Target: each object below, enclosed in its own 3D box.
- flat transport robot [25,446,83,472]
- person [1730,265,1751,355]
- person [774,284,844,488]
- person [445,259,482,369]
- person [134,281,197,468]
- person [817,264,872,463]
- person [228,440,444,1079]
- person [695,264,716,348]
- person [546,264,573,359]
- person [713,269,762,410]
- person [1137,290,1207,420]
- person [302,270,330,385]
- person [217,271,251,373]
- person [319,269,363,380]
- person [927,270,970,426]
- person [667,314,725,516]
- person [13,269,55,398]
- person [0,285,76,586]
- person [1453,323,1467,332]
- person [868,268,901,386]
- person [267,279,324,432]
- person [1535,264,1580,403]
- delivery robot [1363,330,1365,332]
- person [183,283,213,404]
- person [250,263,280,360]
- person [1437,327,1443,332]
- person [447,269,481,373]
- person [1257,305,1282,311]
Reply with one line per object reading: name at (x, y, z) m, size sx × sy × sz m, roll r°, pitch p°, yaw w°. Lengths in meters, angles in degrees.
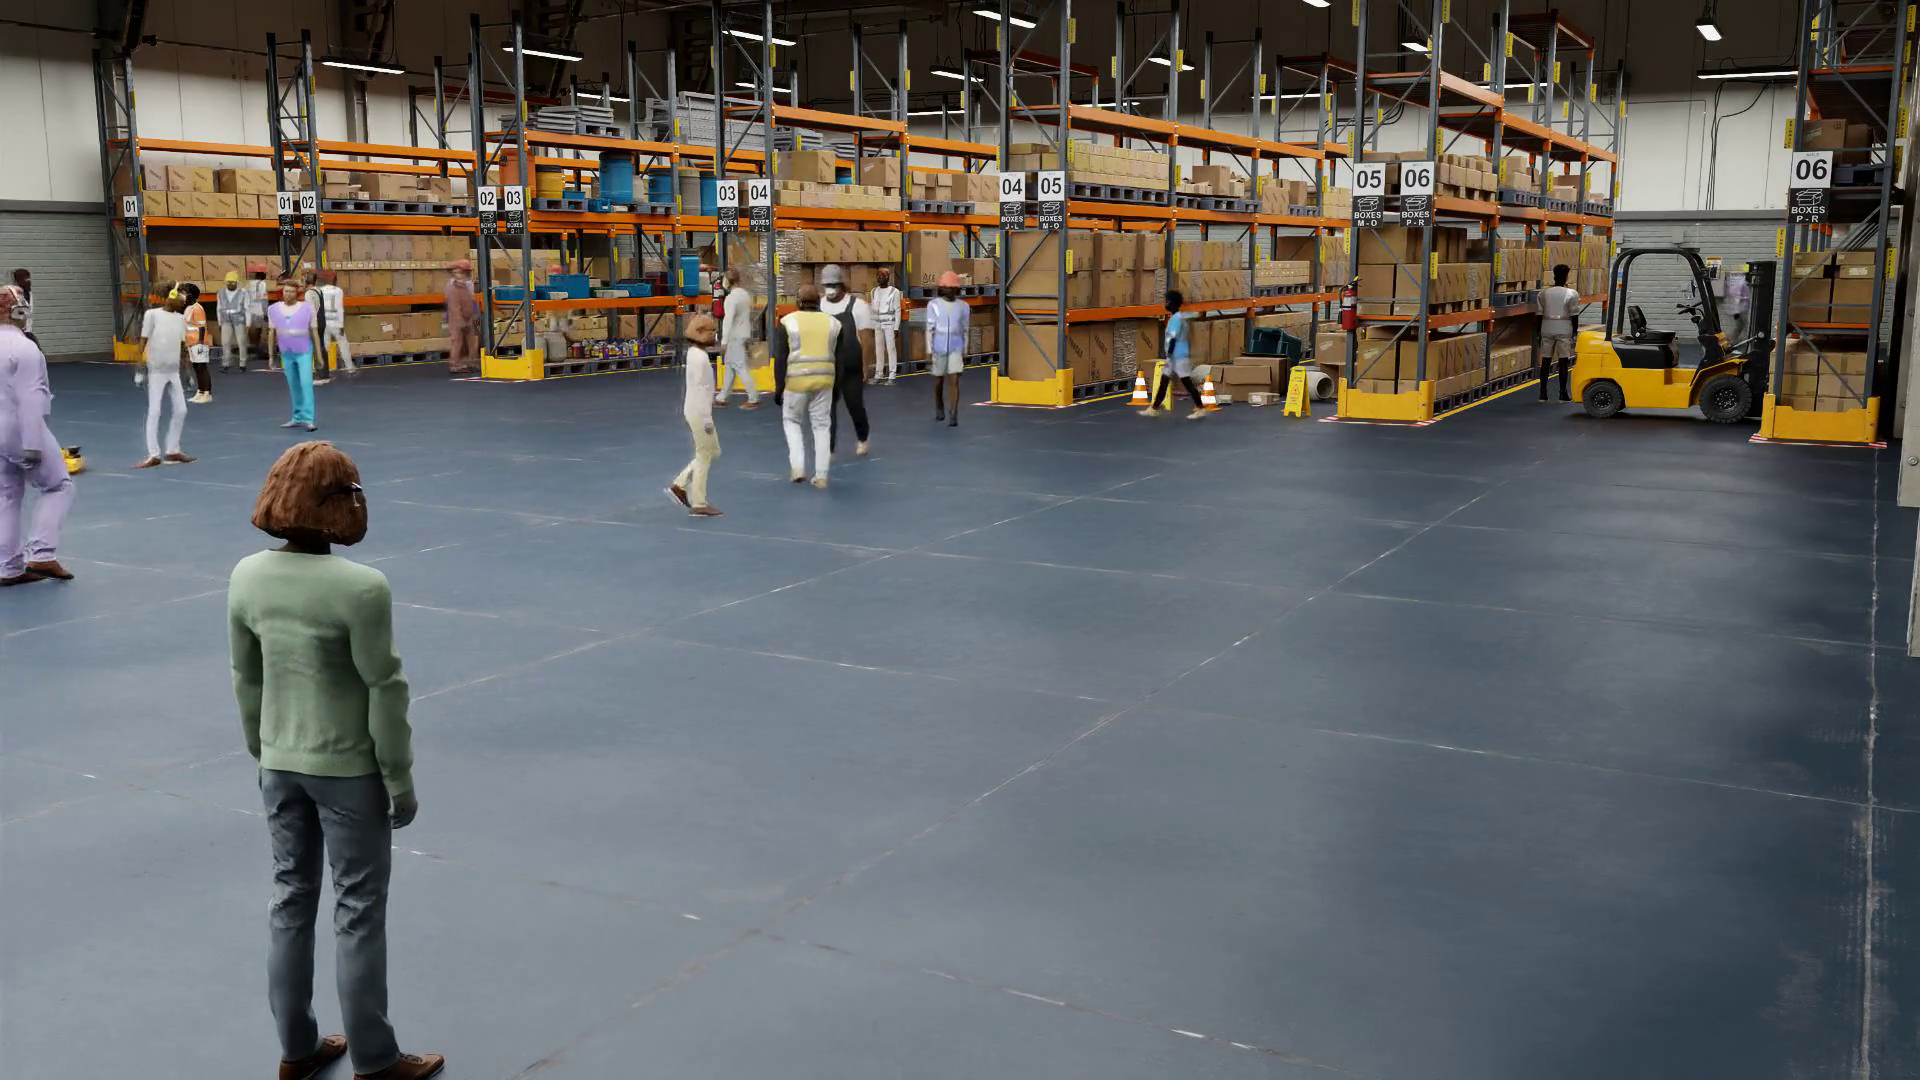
flat transport robot at (-9.163, -0.743, 15.766) m, size 1.431 × 0.197 × 0.652 m, roll -4°, pitch 10°, yaw -21°
person at (16.574, -4.811, 34.837) m, size 0.612 × 1.884 × 0.925 m, roll -9°, pitch 13°, yaw -44°
person at (-1.363, -1.375, 14.949) m, size 0.697 × 1.820 × 0.510 m, roll -4°, pitch 11°, yaw -23°
person at (-9.087, -4.149, 30.626) m, size 0.636 × 2.006 × 0.870 m, roll 7°, pitch 12°, yaw 36°
person at (-7.886, -1.629, 16.413) m, size 0.342 × 1.832 × 0.680 m, roll 4°, pitch 11°, yaw 24°
person at (-1.225, -1.834, 16.974) m, size 0.697 × 2.000 × 0.888 m, roll 1°, pitch 10°, yaw 7°
person at (-1.550, 0.570, 4.094) m, size 0.501 × 1.633 × 0.279 m, roll 4°, pitch 10°, yaw 22°
person at (-5.455, -4.961, 35.666) m, size 0.595 × 1.911 × 0.422 m, roll 4°, pitch 10°, yaw 22°
person at (-7.596, -4.266, 31.578) m, size 0.580 × 1.915 × 0.605 m, roll 3°, pitch 10°, yaw 18°
person at (-3.062, -2.691, 22.422) m, size 0.846 × 1.905 × 0.651 m, roll 1°, pitch 10°, yaw 8°
person at (2.731, -2.333, 21.056) m, size 0.897 × 1.644 × 0.537 m, roll 1°, pitch 10°, yaw 8°
person at (-10.384, -3.409, 26.771) m, size 0.325 × 1.843 × 0.516 m, roll 0°, pitch 10°, yaw 1°
person at (-12.907, -3.848, 29.484) m, size 0.616 × 1.792 × 0.811 m, roll -1°, pitch 10°, yaw -5°
person at (-10.484, -3.613, 27.962) m, size 0.606 × 1.839 × 0.941 m, roll 4°, pitch 10°, yaw 21°
person at (-0.148, -2.381, 20.592) m, size 0.541 × 1.910 × 0.916 m, roll 0°, pitch 10°, yaw -2°
person at (-2.073, -0.981, 13.232) m, size 0.391 × 1.623 × 0.501 m, roll -2°, pitch 10°, yaw -11°
person at (-13.462, -2.957, 23.992) m, size 0.719 × 1.886 × 0.618 m, roll 0°, pitch 10°, yaw -1°
person at (-5.924, -0.654, 10.508) m, size 0.650 × 1.889 × 0.506 m, roll 4°, pitch 10°, yaw 20°
person at (11.616, -5.496, 38.727) m, size 0.377 × 1.937 × 0.629 m, roll -3°, pitch 10°, yaw -17°
person at (-1.207, -3.408, 26.657) m, size 0.575 × 1.882 × 0.360 m, roll 7°, pitch 12°, yaw 35°
person at (-7.960, -2.202, 19.871) m, size 0.623 × 1.799 × 0.661 m, roll 0°, pitch 10°, yaw 2°
person at (8.458, -2.920, 23.555) m, size 0.609 × 1.965 × 0.364 m, roll 7°, pitch 12°, yaw 35°
delivery robot at (8.879, -4.689, 37.761) m, size 0.707 × 0.478 × 0.477 m, roll 1°, pitch 10°, yaw 3°
person at (-10.754, -2.761, 23.407) m, size 0.318 × 1.695 × 0.540 m, roll -8°, pitch 13°, yaw -40°
person at (-13.932, -4.581, 33.401) m, size 0.570 × 1.919 × 0.649 m, roll 8°, pitch 13°, yaw 40°
person at (10.394, -5.039, 36.380) m, size 0.530 × 1.828 × 0.609 m, roll -7°, pitch 12°, yaw -35°
person at (-8.728, -3.842, 29.316) m, size 0.738 × 1.856 × 0.723 m, roll 3°, pitch 10°, yaw 15°
person at (7.677, -5.907, 41.005) m, size 0.653 × 1.970 × 0.703 m, roll -5°, pitch 11°, yaw -26°
